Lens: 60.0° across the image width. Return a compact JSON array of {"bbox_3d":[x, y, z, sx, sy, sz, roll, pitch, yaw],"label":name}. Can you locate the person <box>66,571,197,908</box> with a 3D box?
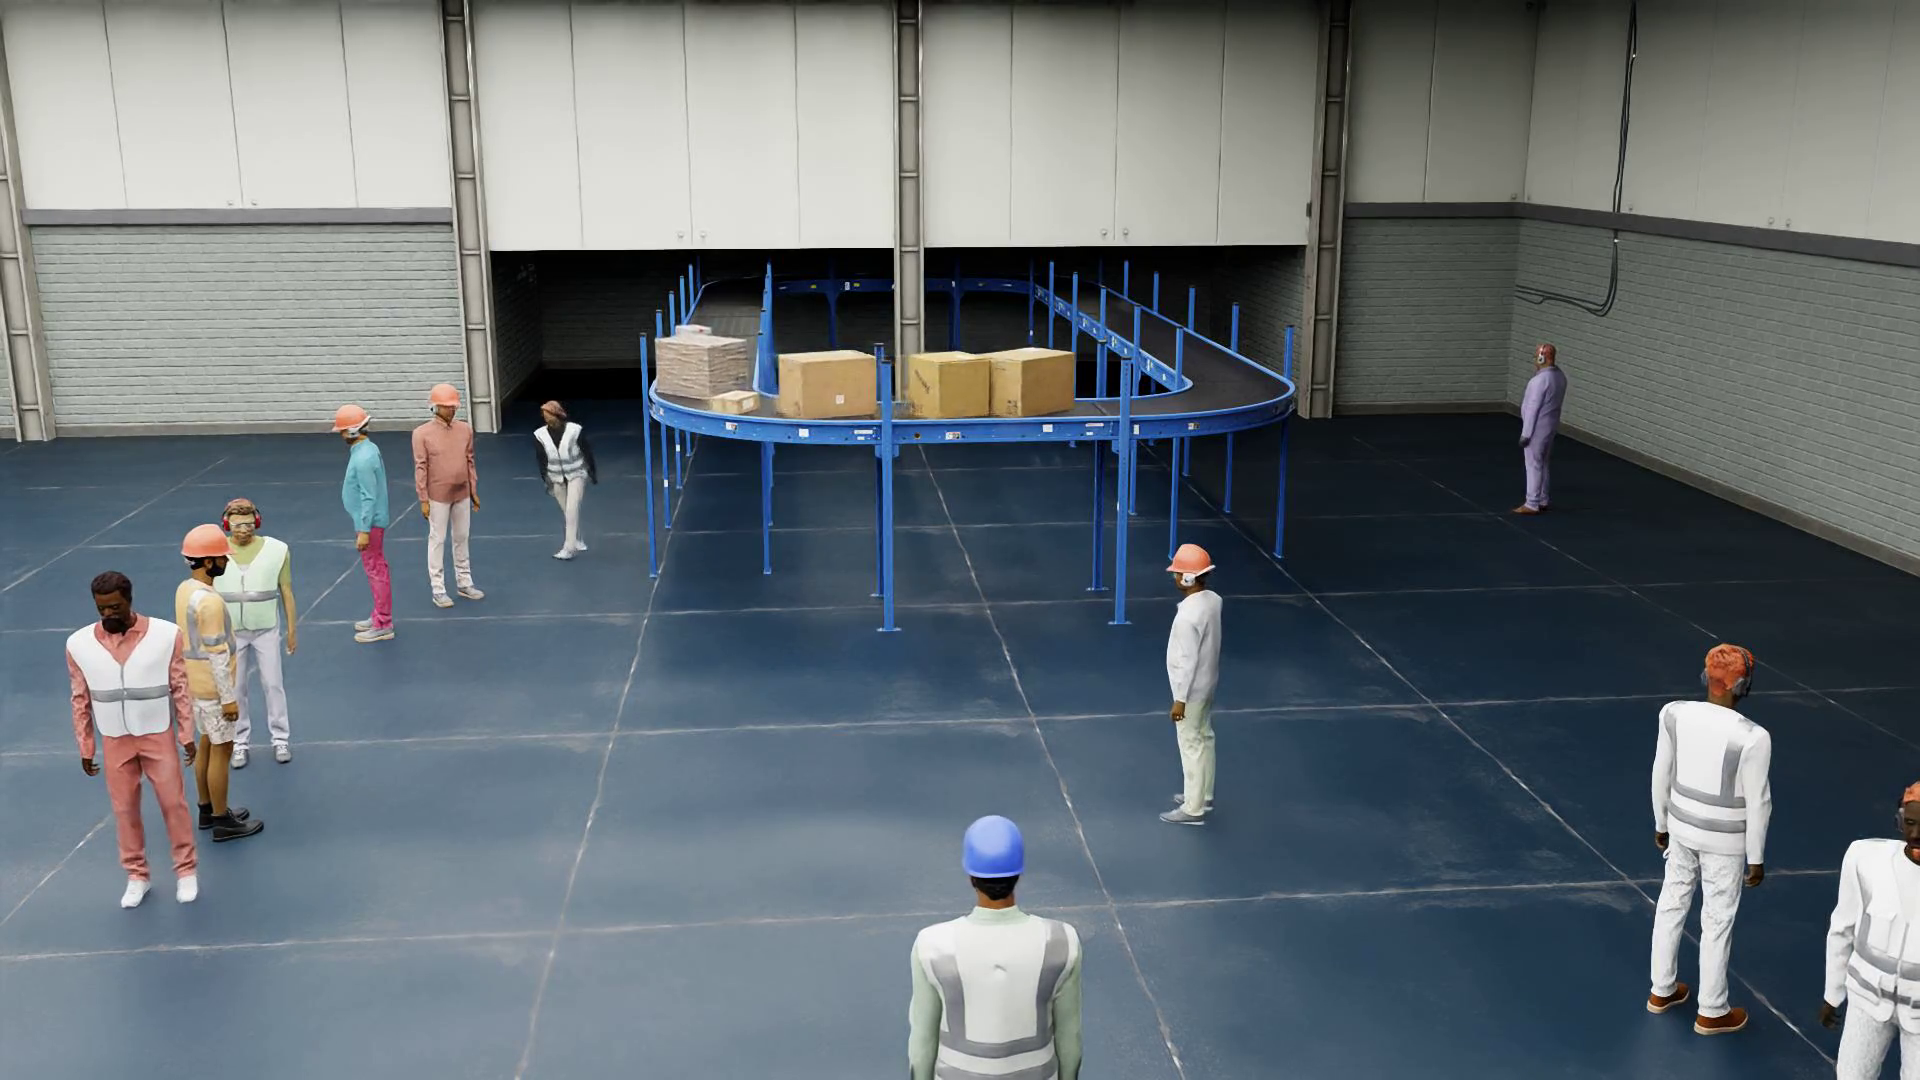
[{"bbox_3d":[-4.523,1.076,9.131,0.599,1.907,0.400,-4,15,-16],"label":"person"}]

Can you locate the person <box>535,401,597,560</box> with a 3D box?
[{"bbox_3d":[-3.904,-0.610,16.516,0.535,1.589,0.739,2,14,7],"label":"person"}]

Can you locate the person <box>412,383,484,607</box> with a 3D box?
[{"bbox_3d":[-4.579,-0.411,14.890,0.376,1.997,0.612,11,18,37],"label":"person"}]

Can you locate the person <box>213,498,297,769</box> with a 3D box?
[{"bbox_3d":[-4.749,0.608,11.144,0.571,1.833,0.397,-5,15,-19],"label":"person"}]

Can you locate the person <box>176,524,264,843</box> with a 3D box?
[{"bbox_3d":[-4.458,0.872,9.989,0.390,1.891,0.540,-10,17,-36],"label":"person"}]

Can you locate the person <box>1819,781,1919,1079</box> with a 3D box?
[{"bbox_3d":[3.579,1.790,6.316,0.576,1.882,0.362,13,19,42],"label":"person"}]

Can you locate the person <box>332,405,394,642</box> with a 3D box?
[{"bbox_3d":[-4.951,-0.144,13.846,0.393,1.985,0.611,-4,15,-16],"label":"person"}]

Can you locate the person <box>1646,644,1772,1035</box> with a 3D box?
[{"bbox_3d":[3.537,1.402,7.857,0.355,1.887,0.574,-9,17,-32],"label":"person"}]

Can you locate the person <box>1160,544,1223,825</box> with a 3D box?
[{"bbox_3d":[1.408,0.878,10.224,0.342,1.749,0.573,7,15,24],"label":"person"}]

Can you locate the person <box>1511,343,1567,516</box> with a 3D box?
[{"bbox_3d":[6.382,-1.218,18.327,0.409,1.900,0.650,13,19,42],"label":"person"}]

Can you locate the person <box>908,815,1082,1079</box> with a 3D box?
[{"bbox_3d":[0.123,1.892,5.806,0.604,1.938,0.426,-1,14,-5],"label":"person"}]
